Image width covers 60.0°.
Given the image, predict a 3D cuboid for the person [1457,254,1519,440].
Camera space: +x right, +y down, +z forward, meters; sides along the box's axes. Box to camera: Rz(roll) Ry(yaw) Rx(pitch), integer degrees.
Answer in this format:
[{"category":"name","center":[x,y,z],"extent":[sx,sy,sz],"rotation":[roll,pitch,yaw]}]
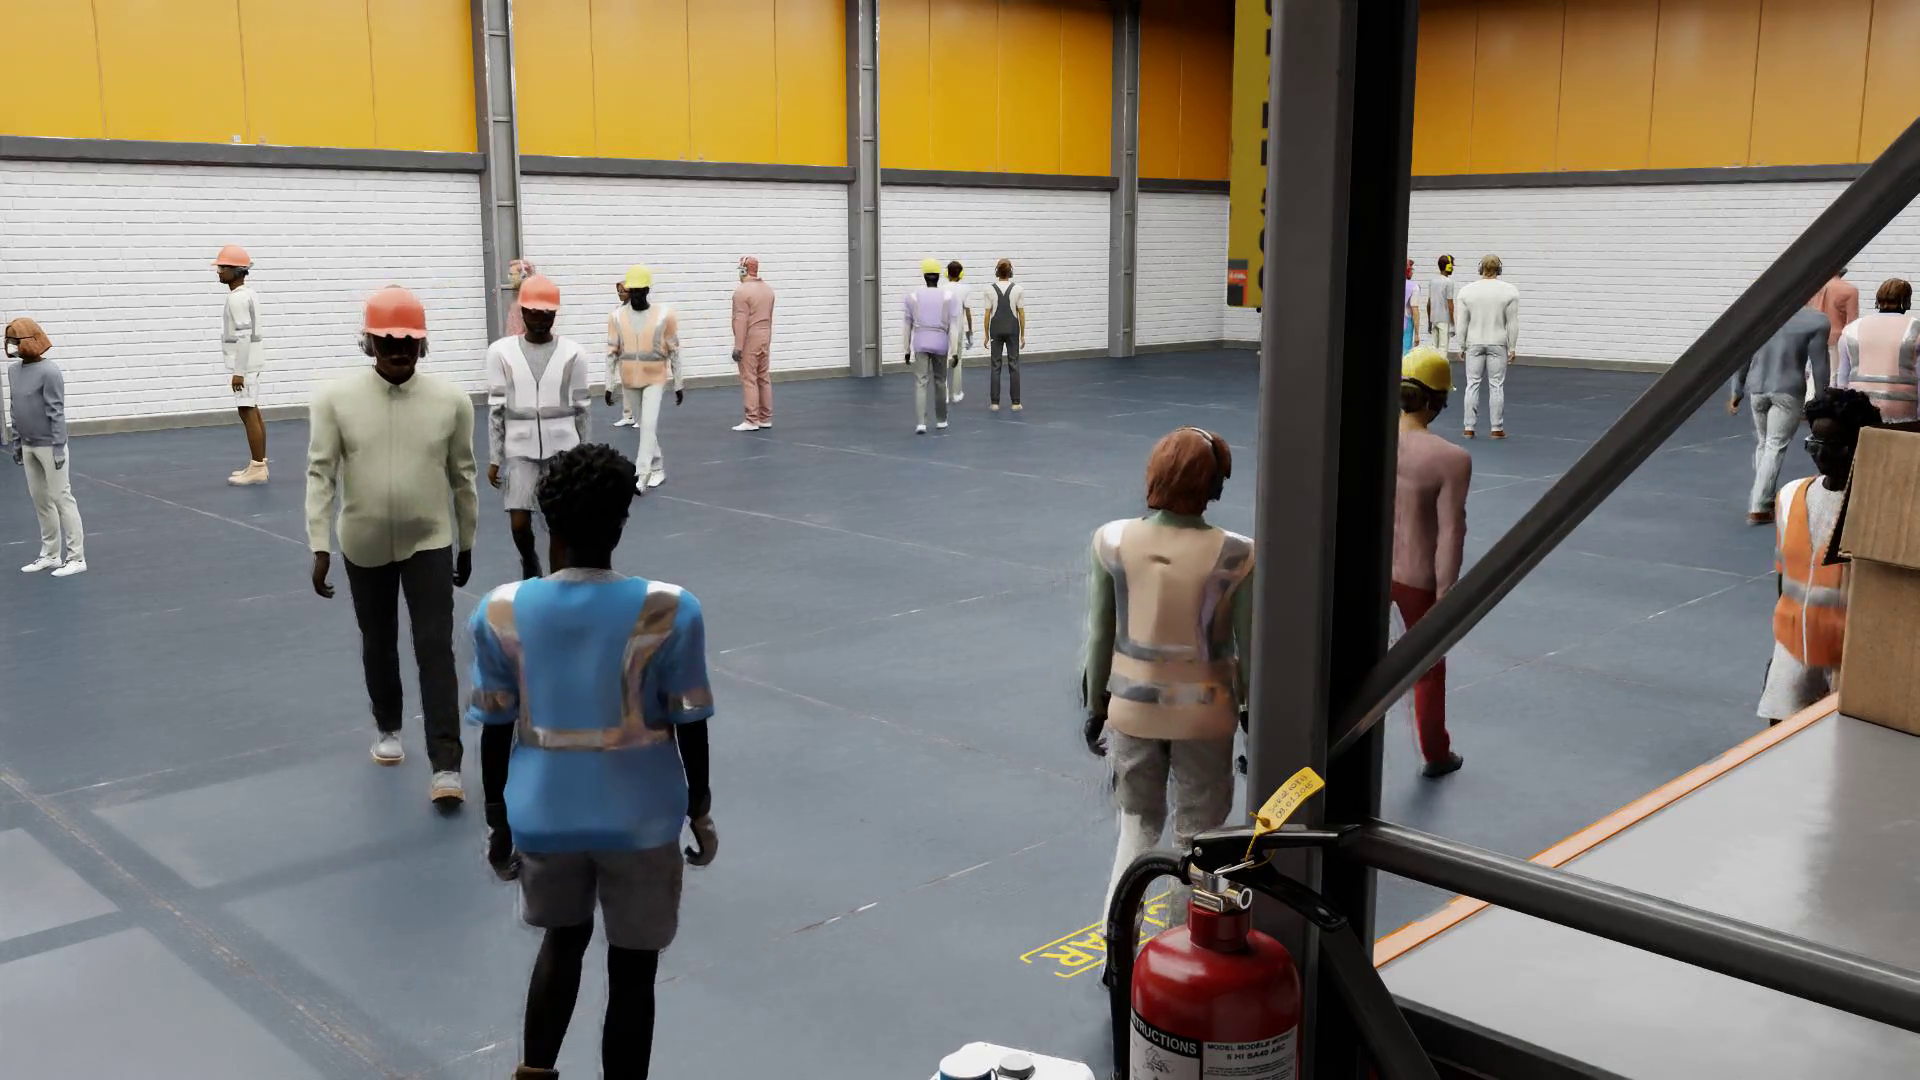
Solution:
[{"category":"person","center":[5.514,-2.015,17.413],"extent":[0.629,1.940,0.373],"rotation":[5,11,24]}]

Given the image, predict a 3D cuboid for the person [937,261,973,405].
[{"category":"person","center":[-0.130,-2.602,21.021],"extent":[0.589,1.802,1.010],"rotation":[1,10,4]}]

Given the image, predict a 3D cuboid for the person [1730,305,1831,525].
[{"category":"person","center":[6.164,-1.076,12.386],"extent":[0.883,1.903,0.644],"rotation":[-8,13,-38]}]

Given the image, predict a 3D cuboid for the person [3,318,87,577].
[{"category":"person","center":[-5.778,-0.581,10.455],"extent":[0.498,1.626,0.288],"rotation":[6,12,29]}]

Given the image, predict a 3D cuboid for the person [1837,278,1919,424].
[{"category":"person","center":[6.385,-0.880,11.485],"extent":[0.429,1.844,0.627],"rotation":[-9,14,-41]}]

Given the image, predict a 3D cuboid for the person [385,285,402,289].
[{"category":"person","center":[-5.912,-1.908,17.727],"extent":[0.673,1.614,0.503],"rotation":[1,10,3]}]

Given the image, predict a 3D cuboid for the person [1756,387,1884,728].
[{"category":"person","center":[2.843,0.338,5.300],"extent":[0.662,1.671,0.539],"rotation":[-5,12,-25]}]

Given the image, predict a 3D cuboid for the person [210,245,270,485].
[{"category":"person","center":[-6.173,-1.494,14.273],"extent":[0.365,2.045,0.615],"rotation":[-3,11,-16]}]

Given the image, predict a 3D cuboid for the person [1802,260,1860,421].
[{"category":"person","center":[9.722,-2.252,18.590],"extent":[0.448,1.973,0.646],"rotation":[-7,13,-35]}]

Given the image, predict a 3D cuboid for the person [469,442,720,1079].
[{"category":"person","center":[-0.804,0.625,3.732],"extent":[0.532,1.685,0.367],"rotation":[1,10,8]}]

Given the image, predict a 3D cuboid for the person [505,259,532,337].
[{"category":"person","center":[-4.251,-1.784,16.264],"extent":[0.427,1.894,0.681],"rotation":[-6,12,-28]}]

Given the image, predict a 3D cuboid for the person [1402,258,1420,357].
[{"category":"person","center":[5.524,-2.617,20.952],"extent":[0.381,1.841,0.566],"rotation":[-8,13,-38]}]

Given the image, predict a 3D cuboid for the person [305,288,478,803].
[{"category":"person","center":[-2.172,0.006,6.412],"extent":[0.629,1.941,1.045],"rotation":[-4,11,-19]}]

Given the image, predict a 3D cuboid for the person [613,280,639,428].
[{"category":"person","center":[-3.657,-2.061,18.478],"extent":[0.518,1.639,0.312],"rotation":[9,13,39]}]

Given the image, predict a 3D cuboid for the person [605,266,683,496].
[{"category":"person","center":[-2.648,-1.321,13.788],"extent":[0.610,1.873,1.006],"rotation":[2,11,10]}]

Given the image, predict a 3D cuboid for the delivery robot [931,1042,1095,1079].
[{"category":"delivery robot","center":[0.012,1.233,3.212],"extent":[0.477,0.478,0.707],"rotation":[5,11,24]}]

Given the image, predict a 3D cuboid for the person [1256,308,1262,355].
[{"category":"person","center":[5.550,-4.219,29.694],"extent":[0.620,1.845,0.429],"rotation":[-6,12,-29]}]

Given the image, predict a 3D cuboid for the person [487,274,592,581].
[{"category":"person","center":[-2.294,-0.484,9.101],"extent":[0.575,1.923,0.475],"rotation":[-2,11,-13]}]

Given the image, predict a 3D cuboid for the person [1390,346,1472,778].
[{"category":"person","center":[1.654,0.133,6.294],"extent":[0.536,1.725,0.900],"rotation":[8,13,37]}]

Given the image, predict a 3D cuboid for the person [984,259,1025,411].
[{"category":"person","center":[0.540,-2.481,20.205],"extent":[0.504,1.847,0.345],"rotation":[1,10,4]}]

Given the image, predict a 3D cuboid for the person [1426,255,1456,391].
[{"category":"person","center":[6.614,-2.973,22.839],"extent":[0.310,1.864,0.533],"rotation":[-4,11,-22]}]

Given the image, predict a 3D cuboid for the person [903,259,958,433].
[{"category":"person","center":[-0.317,-2.110,18.096],"extent":[0.603,1.886,0.900],"rotation":[1,10,5]}]

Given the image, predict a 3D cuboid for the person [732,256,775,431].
[{"category":"person","center":[-2.295,-2.146,18.219],"extent":[0.403,1.904,0.651],"rotation":[5,12,27]}]

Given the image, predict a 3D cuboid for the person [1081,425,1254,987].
[{"category":"person","center":[0.588,0.501,4.540],"extent":[0.533,1.623,0.398],"rotation":[5,12,26]}]
